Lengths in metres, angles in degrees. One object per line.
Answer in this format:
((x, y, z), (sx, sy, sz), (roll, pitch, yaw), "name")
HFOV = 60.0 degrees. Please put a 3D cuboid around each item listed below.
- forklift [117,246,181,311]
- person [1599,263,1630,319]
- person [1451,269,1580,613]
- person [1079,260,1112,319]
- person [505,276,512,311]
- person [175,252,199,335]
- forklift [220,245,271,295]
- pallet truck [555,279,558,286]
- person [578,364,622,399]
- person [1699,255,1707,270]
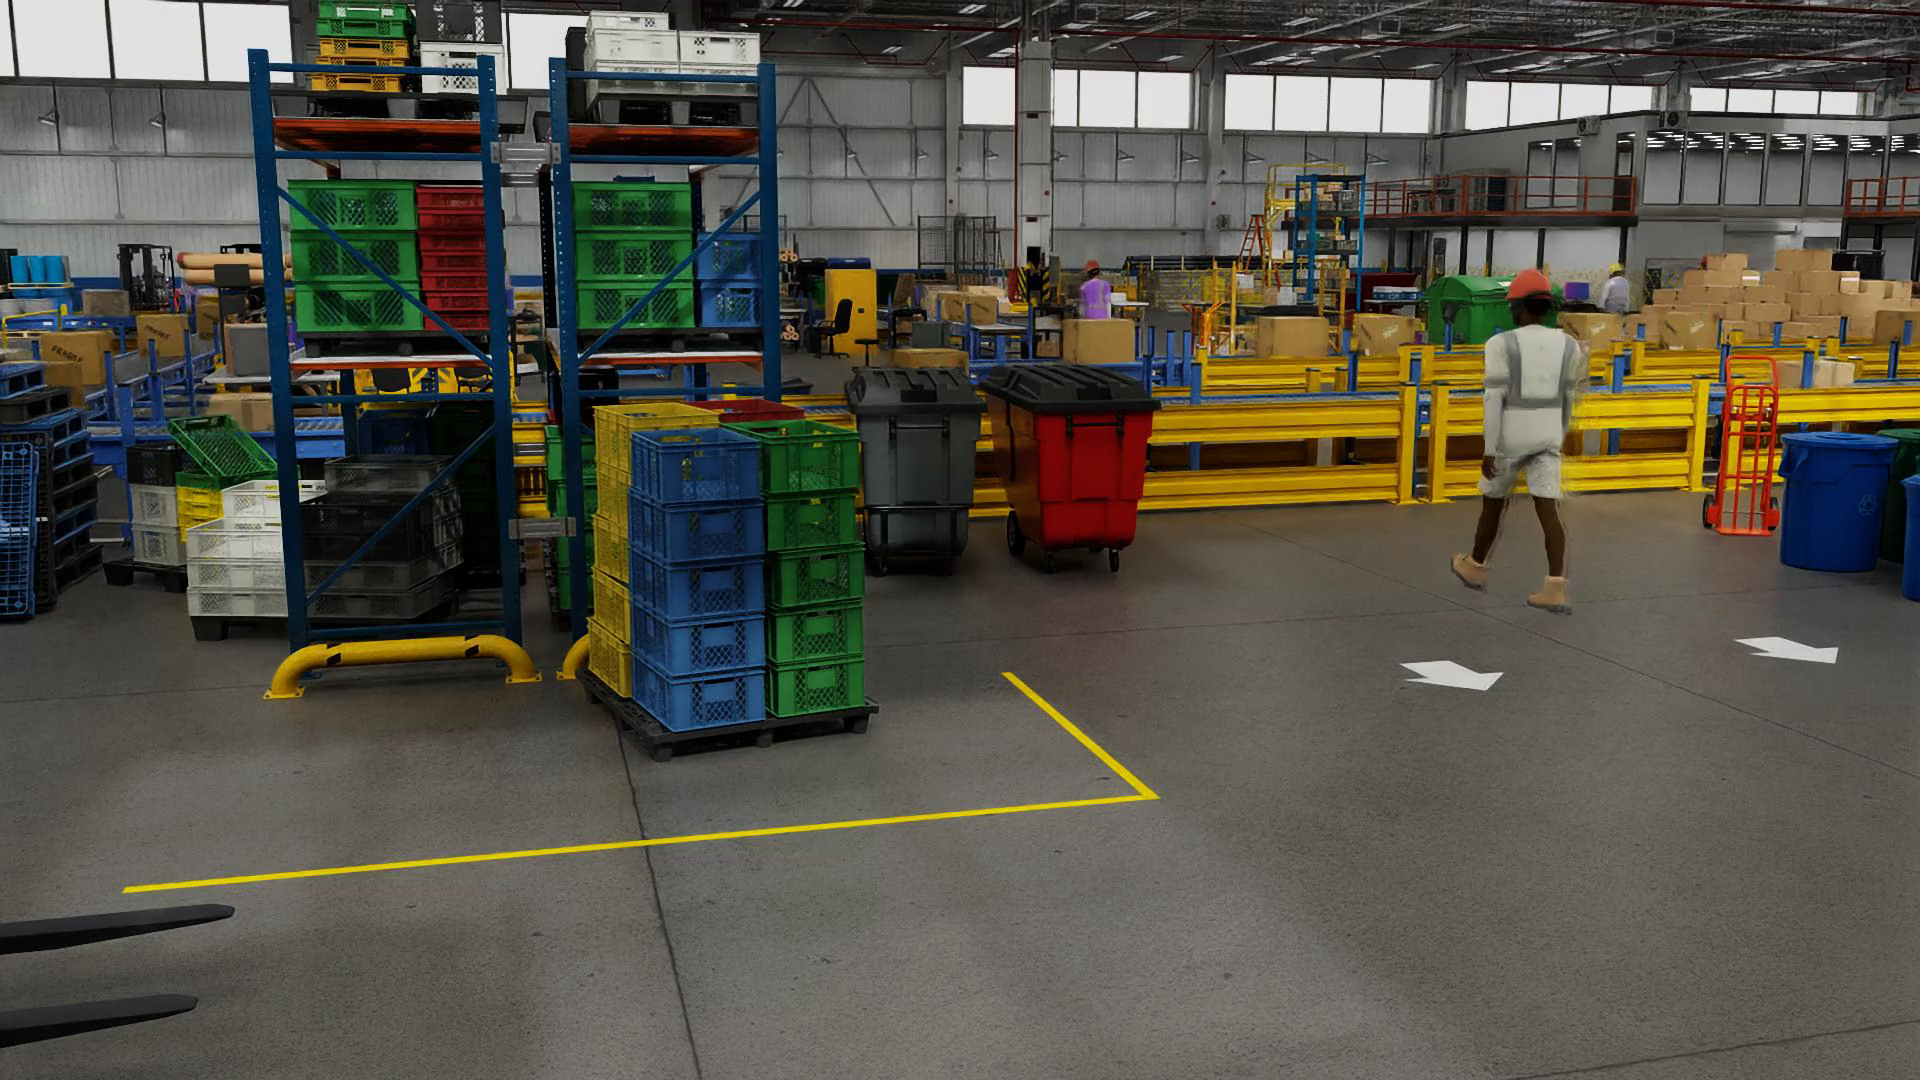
((-19.966, -6.232, 40.894), (1.157, 1.987, 2.680), (-3, 10, -15), "forklift")
((13.002, -4.628, 33.247), (0.623, 1.781, 0.912), (-5, 11, -25), "person")
((3.353, -0.609, 9.933), (0.636, 1.981, 1.065), (-2, 10, -10), "person")
((2.177, -3.467, 26.354), (0.593, 1.899, 0.455), (7, 12, 34), "person")
((-10.855, -5.708, 39.552), (0.695, 1.716, 0.409), (-4, 11, -21), "person")
((-15.501, -4.816, 33.702), (0.858, 2.018, 0.615), (-5, 11, -25), "person")
((-17.749, -6.334, 41.440), (1.157, 1.987, 2.680), (-3, 10, -17), "forklift")
((-10.604, -6.375, 44.520), (0.653, 1.274, 1.630), (-3, 10, -15), "pallet truck")
((-4.867, -2.687, 22.088), (0.984, 1.862, 0.645), (9, 13, 42), "person")
((13.912, -4.336, 31.051), (0.571, 1.974, 0.662), (9, 13, 41), "person")
